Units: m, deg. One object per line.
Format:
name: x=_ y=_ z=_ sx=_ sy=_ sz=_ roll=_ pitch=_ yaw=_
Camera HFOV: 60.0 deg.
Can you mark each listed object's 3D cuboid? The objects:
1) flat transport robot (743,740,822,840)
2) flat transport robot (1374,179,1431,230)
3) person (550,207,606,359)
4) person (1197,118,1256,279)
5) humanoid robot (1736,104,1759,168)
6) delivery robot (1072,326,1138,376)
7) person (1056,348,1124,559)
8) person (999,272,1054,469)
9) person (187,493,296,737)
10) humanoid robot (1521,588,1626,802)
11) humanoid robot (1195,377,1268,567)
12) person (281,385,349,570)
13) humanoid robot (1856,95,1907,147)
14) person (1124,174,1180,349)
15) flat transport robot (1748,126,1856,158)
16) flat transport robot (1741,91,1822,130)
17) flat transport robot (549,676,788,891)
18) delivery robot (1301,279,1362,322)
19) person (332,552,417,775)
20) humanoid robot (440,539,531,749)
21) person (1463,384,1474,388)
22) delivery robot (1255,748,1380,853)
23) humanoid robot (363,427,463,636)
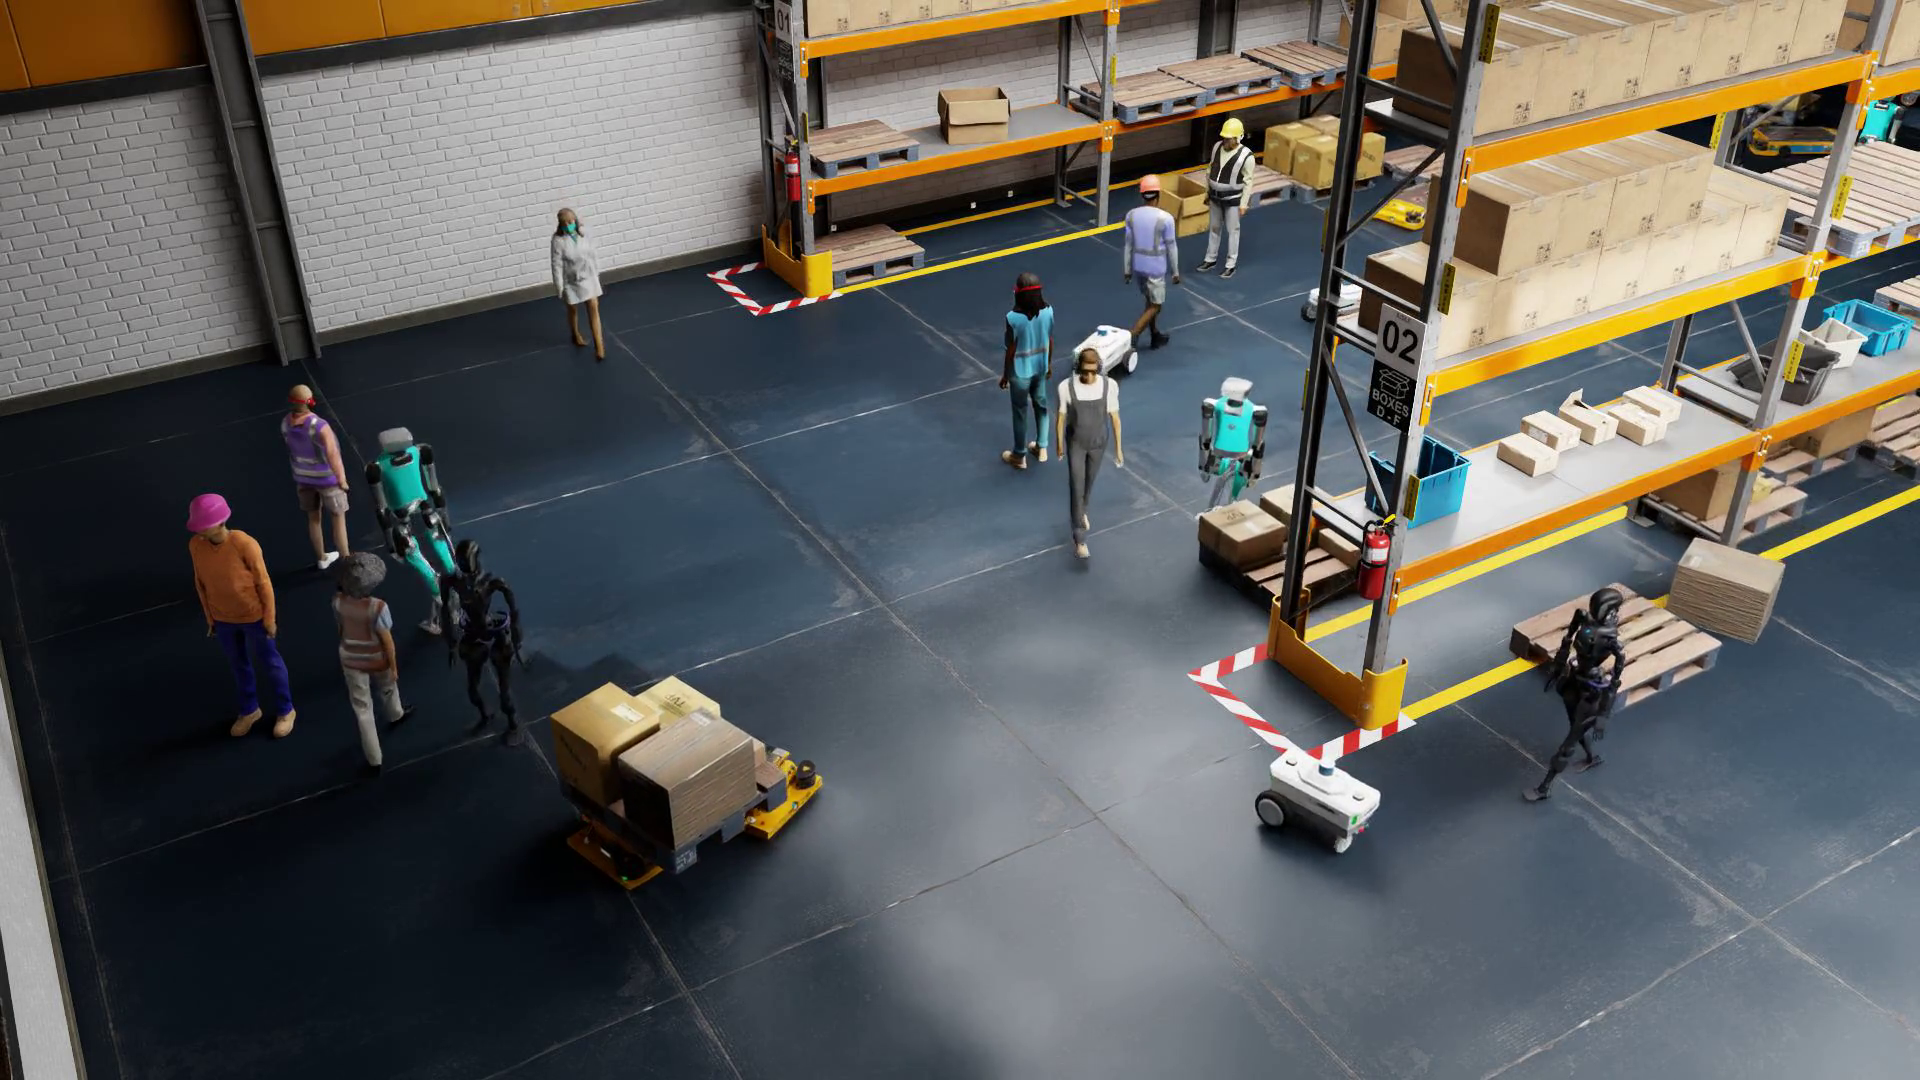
flat transport robot: x=-1.733 y=1.594 z=11.542 sx=1.431 sy=0.231 sz=0.659 roll=17 pitch=36 yaw=25
flat transport robot: x=5.847 y=-4.210 z=20.799 sx=1.431 sy=0.231 sz=0.659 roll=-25 pitch=40 yaw=-34
person: x=-3.897 y=-2.638 z=17.017 sx=0.540 sy=1.608 sz=0.842 roll=-16 pitch=35 yaw=-23
person: x=2.998 y=-3.866 z=18.775 sx=0.588 sy=1.835 sz=0.403 roll=26 pitch=41 yaw=35
humanoid robot: x=9.848 y=-5.227 z=21.112 sx=0.691 sy=1.630 sz=0.596 roll=-17 pitch=36 yaw=-25
delivery robot: x=1.440 y=-1.877 z=16.816 sx=0.499 sy=0.603 sz=0.803 roll=19 pitch=37 yaw=27
person: x=1.081 y=-0.746 z=13.827 sx=0.539 sy=1.798 sz=0.937 roll=-5 pitch=32 yaw=-7
person: x=0.612 y=-1.522 z=15.009 sx=0.522 sy=1.865 sz=0.388 roll=-17 pitch=36 yaw=-25
person: x=-5.045 y=0.522 z=11.644 sx=0.505 sy=1.981 sz=0.391 roll=3 pitch=32 yaw=4
humanoid robot: x=4.200 y=1.012 z=11.194 sx=0.805 sy=1.620 sz=0.601 roll=-12 pitch=34 yaw=-18
humanoid robot: x=2.267 y=-0.696 z=13.863 sx=0.568 sy=1.738 sz=0.997 roll=9 pitch=33 yaw=14
person: x=-5.215 y=-0.484 z=13.522 sx=0.488 sy=1.688 sz=0.348 roll=10 pitch=34 yaw=16
humanoid robot: x=10.717 y=-4.470 z=19.738 sx=0.530 sy=1.694 sz=0.744 roll=21 pitch=38 yaw=29
person: x=1.890 y=-2.750 z=16.954 sx=0.603 sy=1.885 sz=0.831 roll=25 pitch=40 yaw=34
flat transport robot: x=11.494 y=-5.457 z=22.787 sx=1.431 sy=0.231 sz=0.659 roll=0 pitch=32 yaw=0
flat transport robot: x=11.387 y=-6.030 z=23.700 sx=0.659 sy=0.231 sz=1.431 roll=27 pitch=41 yaw=36
flat transport robot: x=-1.879 y=1.791 z=11.228 sx=0.659 sy=0.231 sz=1.431 roll=25 pitch=40 yaw=34
delivery robot: x=4.093 y=-2.530 z=17.866 sx=0.813 sy=0.612 sz=0.499 roll=-13 pitch=34 yaw=-19
person: x=-4.055 y=0.789 z=11.526 sx=0.446 sy=1.632 sz=0.770 roll=-1 pitch=32 yaw=-2
humanoid robot: x=-3.298 y=0.720 z=11.605 sx=0.601 sy=1.656 sz=0.330 roll=3 pitch=32 yaw=5
person: x=4.929 y=-2.369 z=16.377 sx=0.654 sy=1.858 sz=0.561 roll=-9 pitch=33 yaw=-14
delivery robot: x=2.399 y=1.703 z=11.106 sx=0.774 sy=0.602 sz=0.523 roll=27 pitch=41 yaw=36
humanoid robot: x=-4.024 y=0.000 z=12.578 sx=0.532 sy=1.675 sz=0.737 roll=-25 pitch=40 yaw=-34
